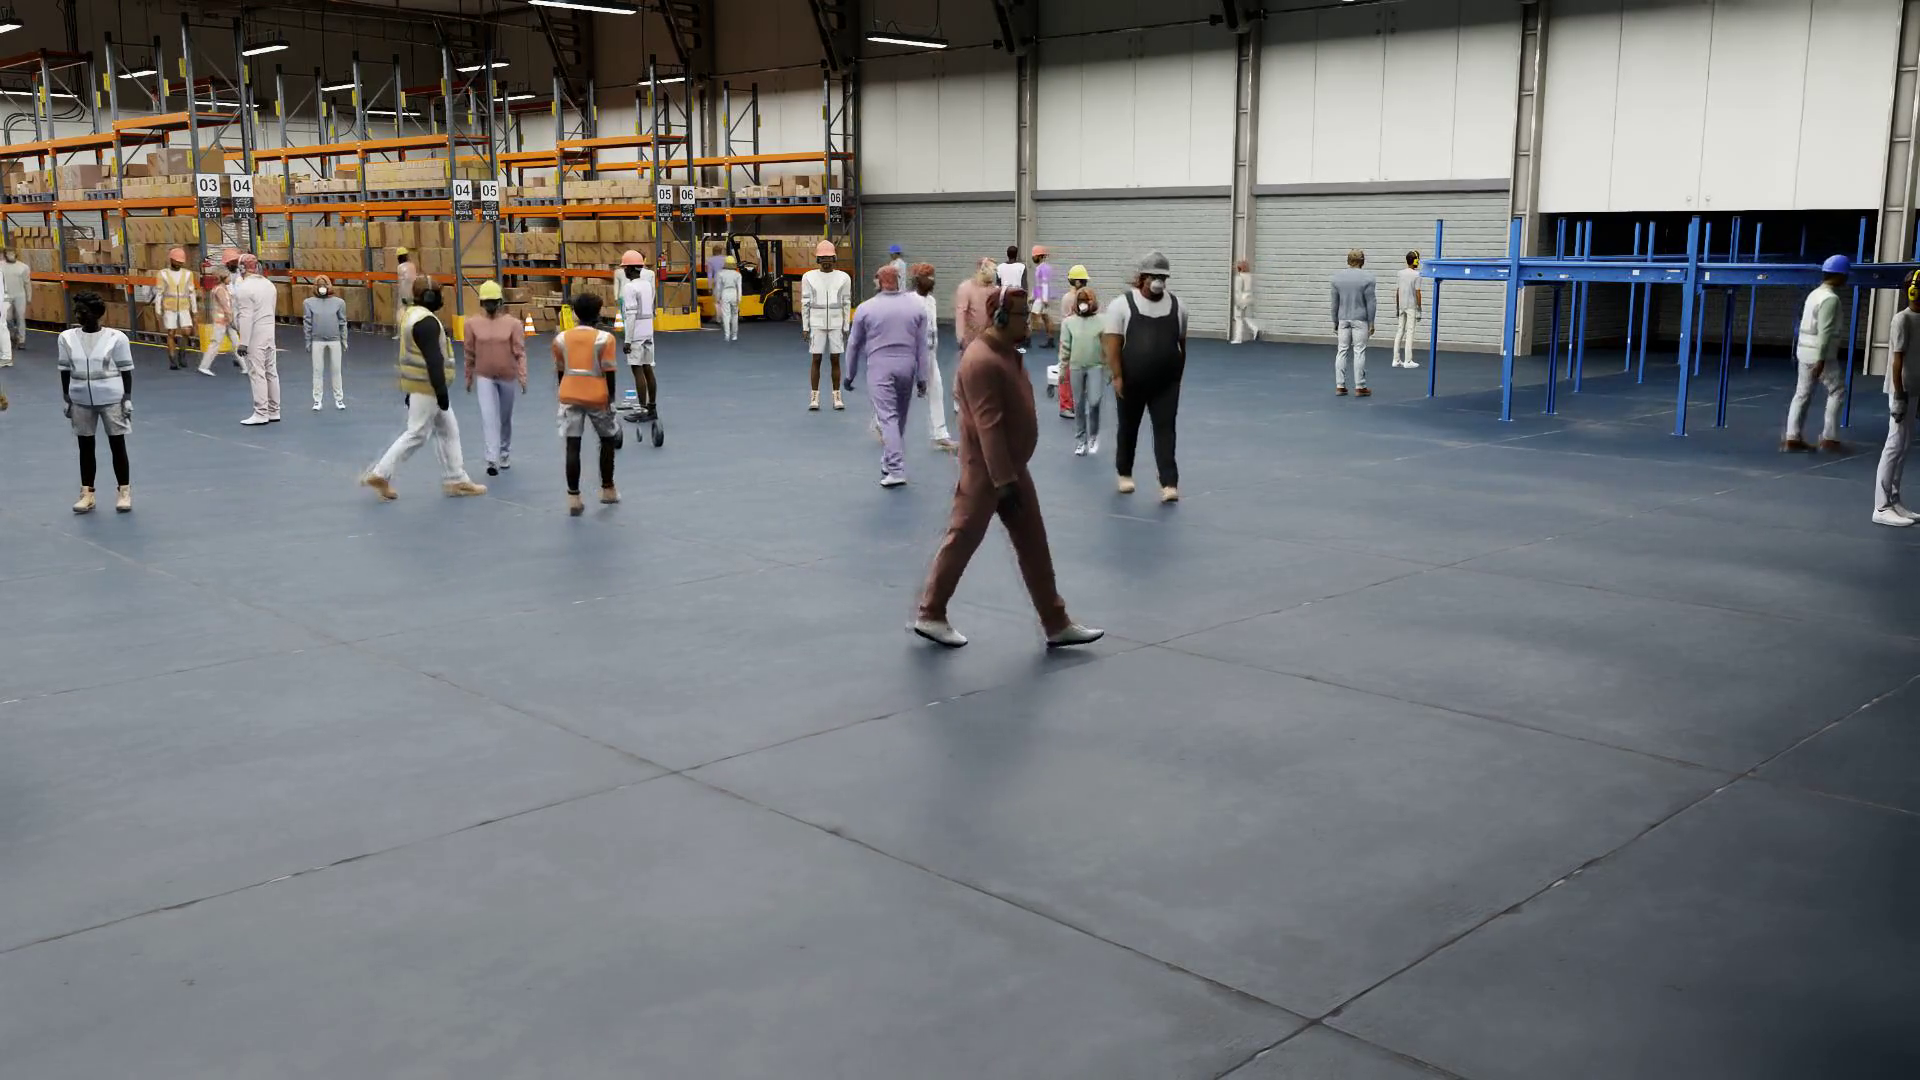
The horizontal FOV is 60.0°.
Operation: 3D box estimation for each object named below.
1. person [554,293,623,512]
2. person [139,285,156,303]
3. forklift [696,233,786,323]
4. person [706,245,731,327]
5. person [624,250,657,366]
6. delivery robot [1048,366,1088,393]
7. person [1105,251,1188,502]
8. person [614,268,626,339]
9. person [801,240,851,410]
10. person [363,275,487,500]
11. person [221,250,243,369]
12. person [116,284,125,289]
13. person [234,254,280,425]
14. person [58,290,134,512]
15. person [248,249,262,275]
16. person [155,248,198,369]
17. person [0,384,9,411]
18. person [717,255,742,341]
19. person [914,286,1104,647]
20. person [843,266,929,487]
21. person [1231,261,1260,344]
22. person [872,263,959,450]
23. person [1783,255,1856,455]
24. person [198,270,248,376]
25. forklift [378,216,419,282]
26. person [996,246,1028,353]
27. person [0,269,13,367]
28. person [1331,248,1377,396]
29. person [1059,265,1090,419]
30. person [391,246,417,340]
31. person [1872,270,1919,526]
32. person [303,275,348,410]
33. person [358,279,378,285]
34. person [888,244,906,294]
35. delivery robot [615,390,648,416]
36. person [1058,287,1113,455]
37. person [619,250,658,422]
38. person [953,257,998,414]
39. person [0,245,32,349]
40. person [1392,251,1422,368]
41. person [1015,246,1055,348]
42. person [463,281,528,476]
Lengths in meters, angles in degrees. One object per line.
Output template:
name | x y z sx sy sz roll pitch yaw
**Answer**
person | -2.869 -1.072 12.860 0.554 1.655 0.698 2 11 9
person | -21.556 -6.899 44.316 0.628 1.799 0.932 -6 12 -30
forklift | -5.496 -6.489 41.108 2.313 2.155 1.214 -10 14 -44
person | -5.520 -5.874 38.511 0.743 1.875 1.031 -5 11 -23
person | -5.176 -3.745 26.924 0.538 1.866 0.313 -4 11 -20
delivery robot | 1.450 -2.155 21.695 0.477 0.478 0.707 -6 12 -30
person | 1.508 -1.339 13.444 0.683 2.000 1.024 -1 10 -5
person | -6.727 -4.945 33.837 0.543 1.718 0.886 0 10 2
person | -1.625 -2.615 20.282 0.608 2.044 0.371 -2 11 -10
person | -4.364 -1.224 13.387 0.932 1.797 0.623 -4 11 -22
person | -11.475 -3.650 26.402 0.553 1.871 1.007 0 10 0
person | -21.353 -6.537 41.787 0.624 1.991 0.752 -7 12 -32
person | -7.930 -2.253 18.695 0.404 1.903 0.636 1 10 7
person | -6.619 -1.066 12.771 0.535 1.699 0.321 -2 11 -9
person | -15.234 -5.322 35.612 0.429 1.839 0.623 6 12 28
person | -12.401 -3.651 26.318 0.633 1.897 0.665 -8 13 -36
person | -7.537 -1.088 12.589 0.511 1.804 0.903 -1 10 -7
person | -4.635 -4.874 33.512 0.488 1.708 0.842 -2 11 -10
person | 0.202 -0.355 8.483 0.993 1.857 0.649 4 11 22
person | -0.630 -1.415 14.256 0.661 1.839 1.002 -4 11 -19
person | 5.531 -4.610 32.285 0.477 1.619 0.527 10 14 42
person | -0.446 -1.834 16.588 0.954 1.851 0.590 7 12 32
person | 8.428 -1.785 16.112 0.734 1.918 0.606 1 10 7
person | -11.146 -3.283 25.144 0.837 1.600 0.513 -2 11 -12
forklift | -17.868 -9.201 54.028 1.873 2.768 1.129 -10 14 -44
person | 0.938 -4.334 30.007 0.589 1.915 0.392 3 11 16
person | -15.655 -3.771 27.026 0.356 1.883 0.572 -8 13 -36
person | 5.213 -2.884 22.033 0.630 1.940 0.373 8 13 36
person | 1.355 -2.313 19.388 0.330 1.768 0.526 6 12 30
person | -11.147 -5.004 33.718 0.846 1.893 0.578 4 11 20
person | 6.986 -1.053 12.238 0.329 1.872 0.507 10 14 42
person | -7.712 -2.405 20.252 0.501 1.633 0.284 -4 11 -21
person | -15.613 -6.841 43.931 0.418 1.819 0.626 8 13 38
person | -1.286 -5.402 35.798 0.718 1.924 0.617 -4 11 -21
delivery robot | -3.335 -1.402 16.879 0.335 0.223 0.698 -4 11 -23
person | 1.195 -1.615 15.993 0.523 1.614 0.517 3 11 14
person | -3.701 -2.331 19.019 0.378 1.936 0.548 4 11 20
person | 0.192 -2.392 19.613 0.711 1.859 0.980 -6 12 -28
person | -17.801 -4.572 31.283 0.638 1.923 0.740 -6 12 -29
person | 7.232 -3.720 26.818 0.324 1.865 0.517 -7 12 -33
person | 1.397 -4.549 31.194 0.885 1.897 0.574 0 10 -2
person | -4.132 -1.449 14.834 0.543 1.703 0.959 -3 11 -14
